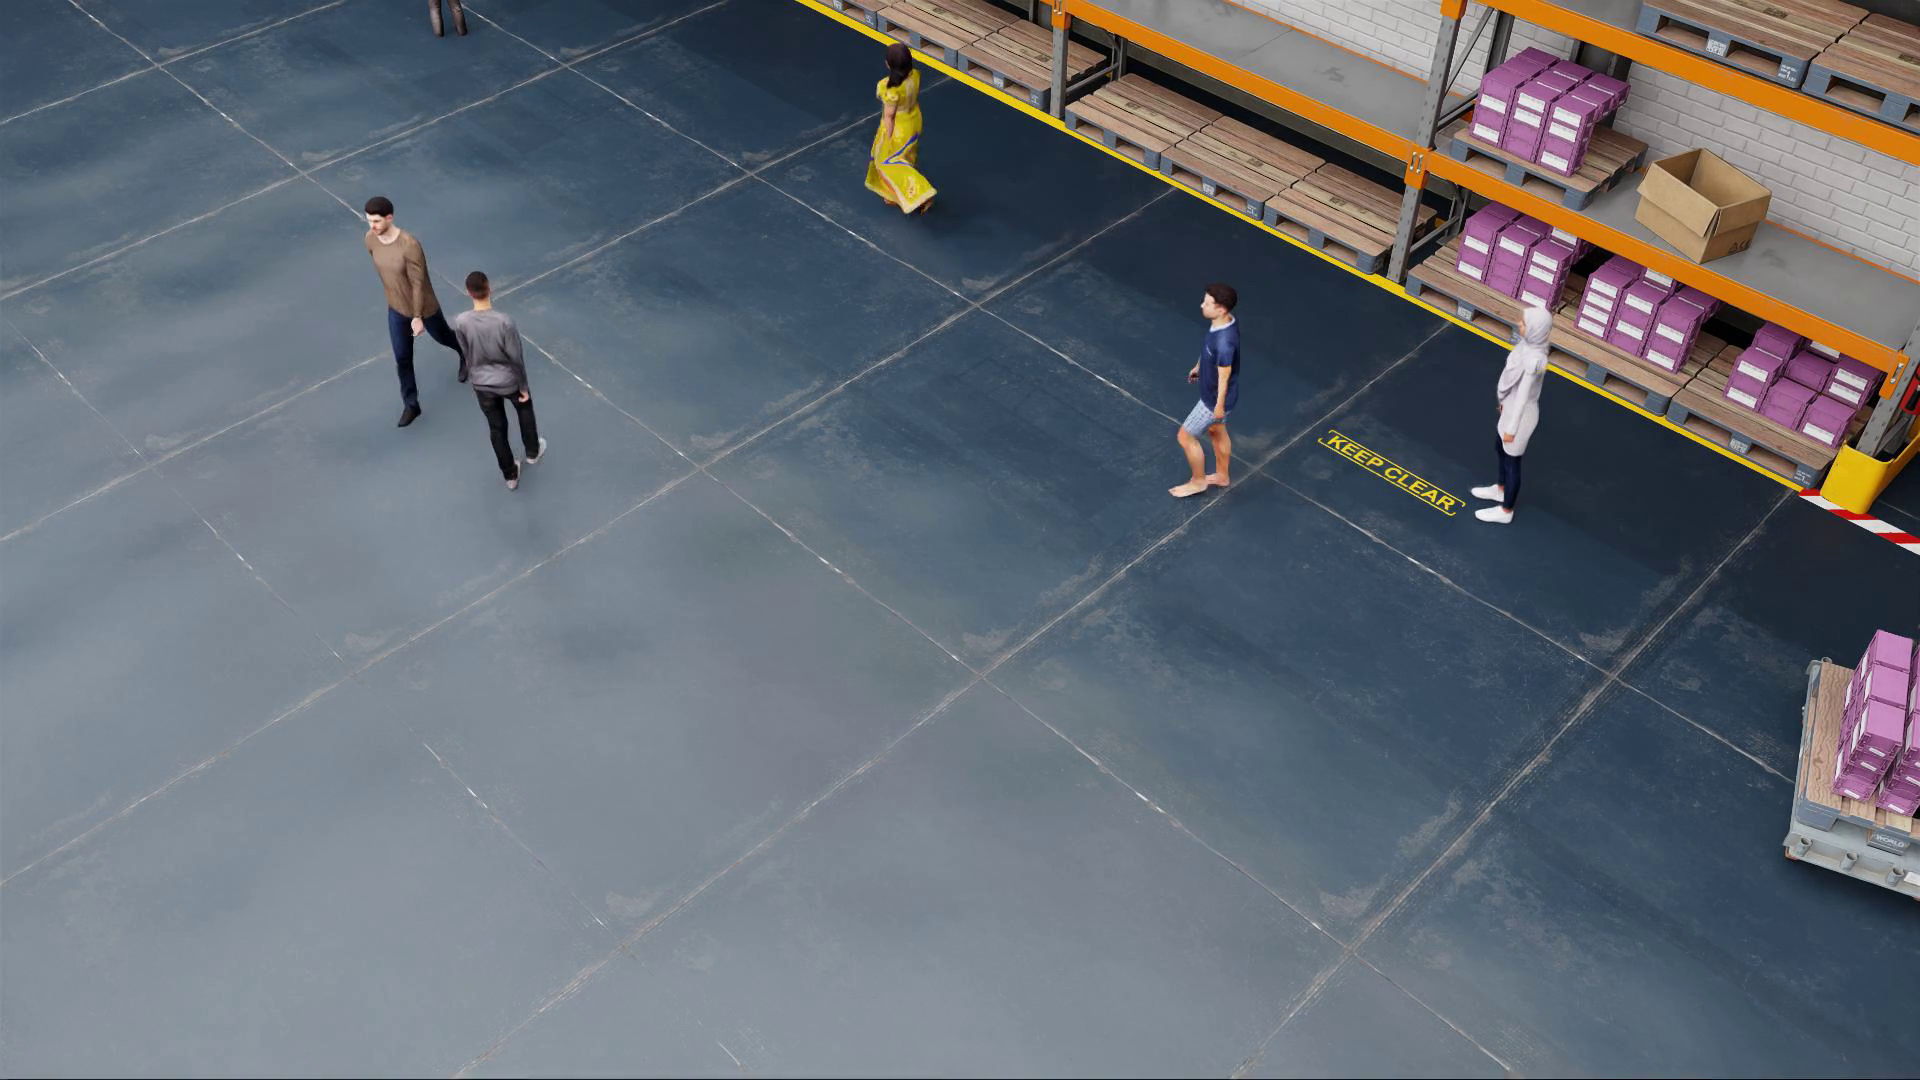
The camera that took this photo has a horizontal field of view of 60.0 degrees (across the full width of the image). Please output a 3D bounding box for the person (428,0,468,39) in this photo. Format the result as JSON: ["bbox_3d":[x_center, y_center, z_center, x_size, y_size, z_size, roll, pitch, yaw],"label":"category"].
[{"bbox_3d":[-5.470,-5.938,17.353,0.739,1.715,0.751,-3,44,-4],"label":"person"}]

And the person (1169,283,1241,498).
[{"bbox_3d":[1.917,-1.062,11.905,0.836,1.830,0.783,7,44,8],"label":"person"}]

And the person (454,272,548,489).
[{"bbox_3d":[-3.345,-1.089,11.995,0.836,1.745,0.902,-3,44,-3],"label":"person"}]

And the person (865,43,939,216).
[{"bbox_3d":[-0.466,-3.590,14.694,1.141,1.643,0.911,25,49,24],"label":"person"}]

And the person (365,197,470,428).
[{"bbox_3d":[-4.119,-1.840,12.712,1.225,1.844,1.122,10,45,10],"label":"person"}]

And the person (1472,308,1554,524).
[{"bbox_3d":[3.961,-0.871,11.748,0.722,1.769,0.705,10,44,10],"label":"person"}]
